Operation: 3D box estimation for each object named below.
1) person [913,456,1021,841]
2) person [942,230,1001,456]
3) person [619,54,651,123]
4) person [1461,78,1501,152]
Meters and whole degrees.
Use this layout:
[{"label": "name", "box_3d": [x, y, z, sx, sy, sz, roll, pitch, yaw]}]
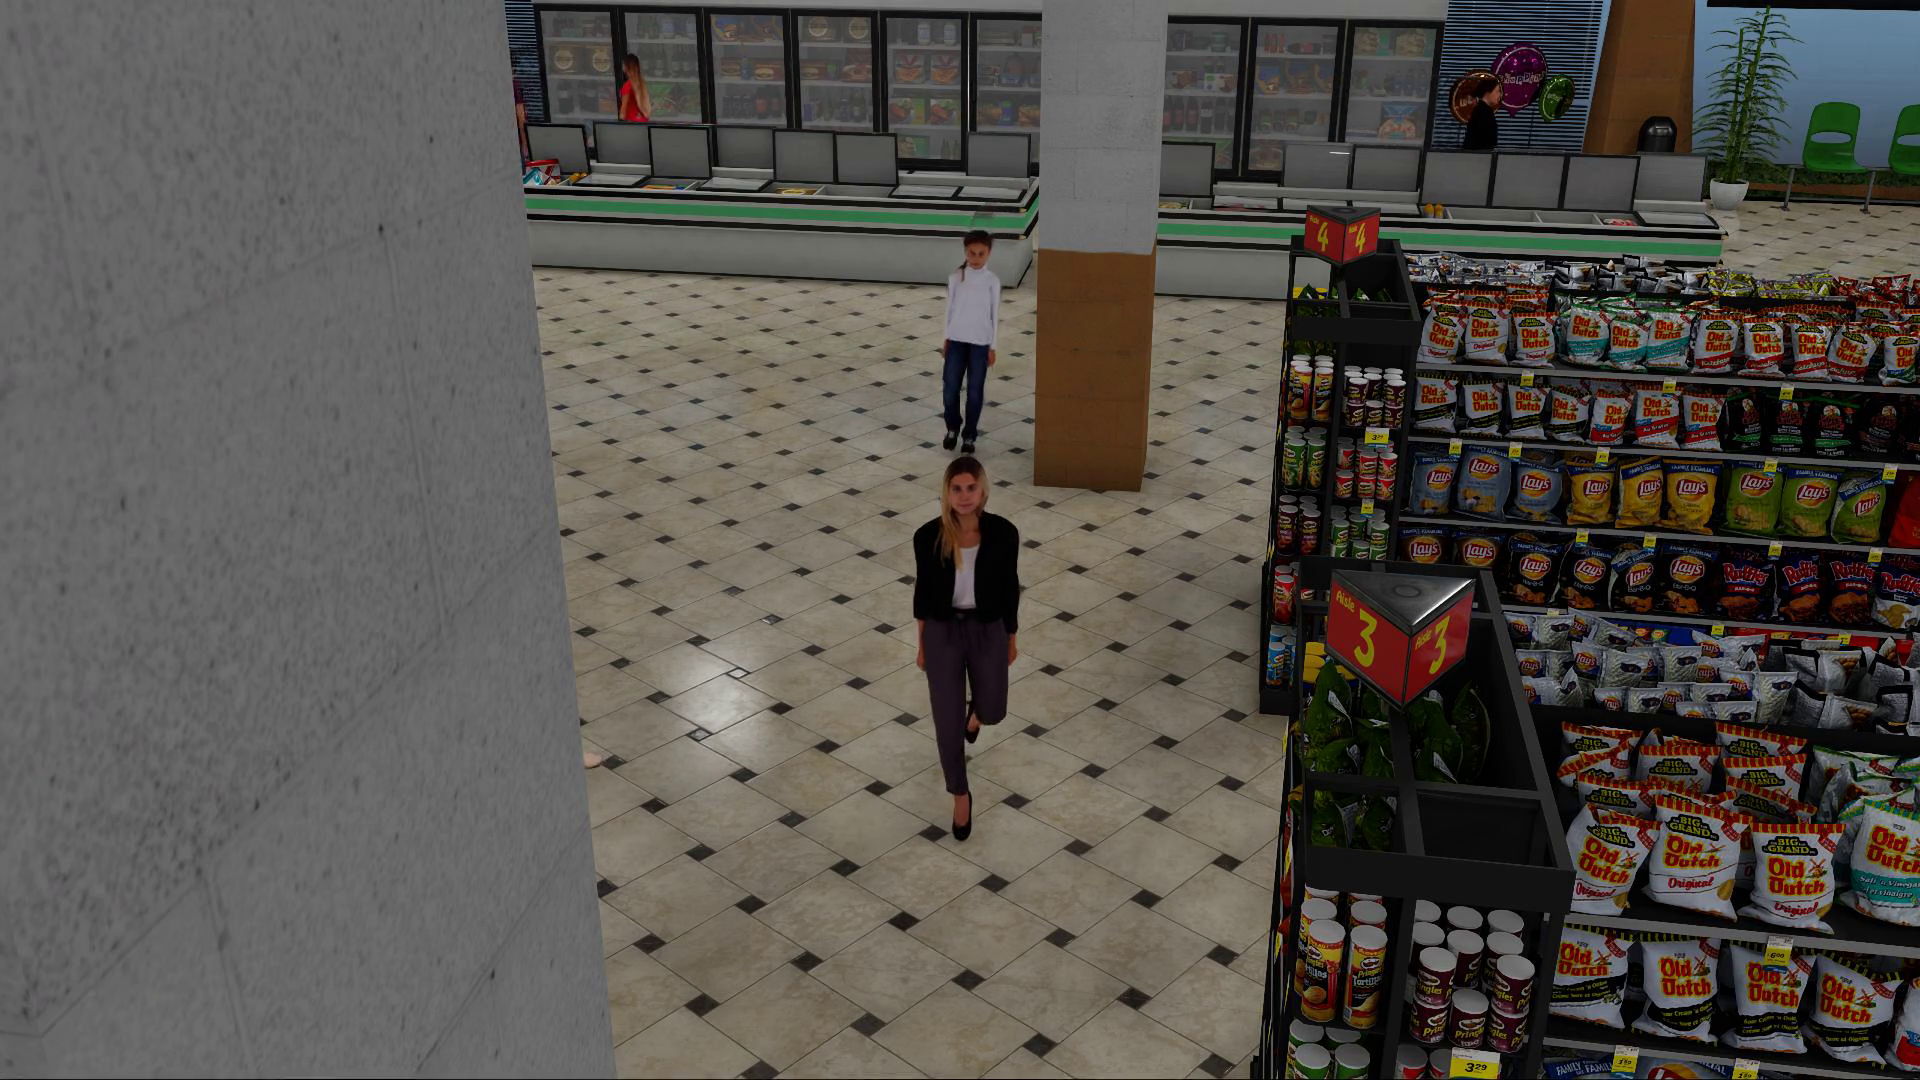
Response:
[{"label": "person", "box_3d": [0.026, 0.421, 6.987, 0.880, 1.655, 0.765, 0, 24, -1]}, {"label": "person", "box_3d": [0.088, -1.336, 11.147, 0.518, 1.539, 0.619, 3, 24, 7]}, {"label": "person", "box_3d": [-3.530, -4.581, 18.531, 1.011, 1.564, 0.684, 8, 25, 18]}, {"label": "person", "box_3d": [4.879, -3.570, 16.051, 0.715, 1.699, 0.652, 6, 24, 13]}]
